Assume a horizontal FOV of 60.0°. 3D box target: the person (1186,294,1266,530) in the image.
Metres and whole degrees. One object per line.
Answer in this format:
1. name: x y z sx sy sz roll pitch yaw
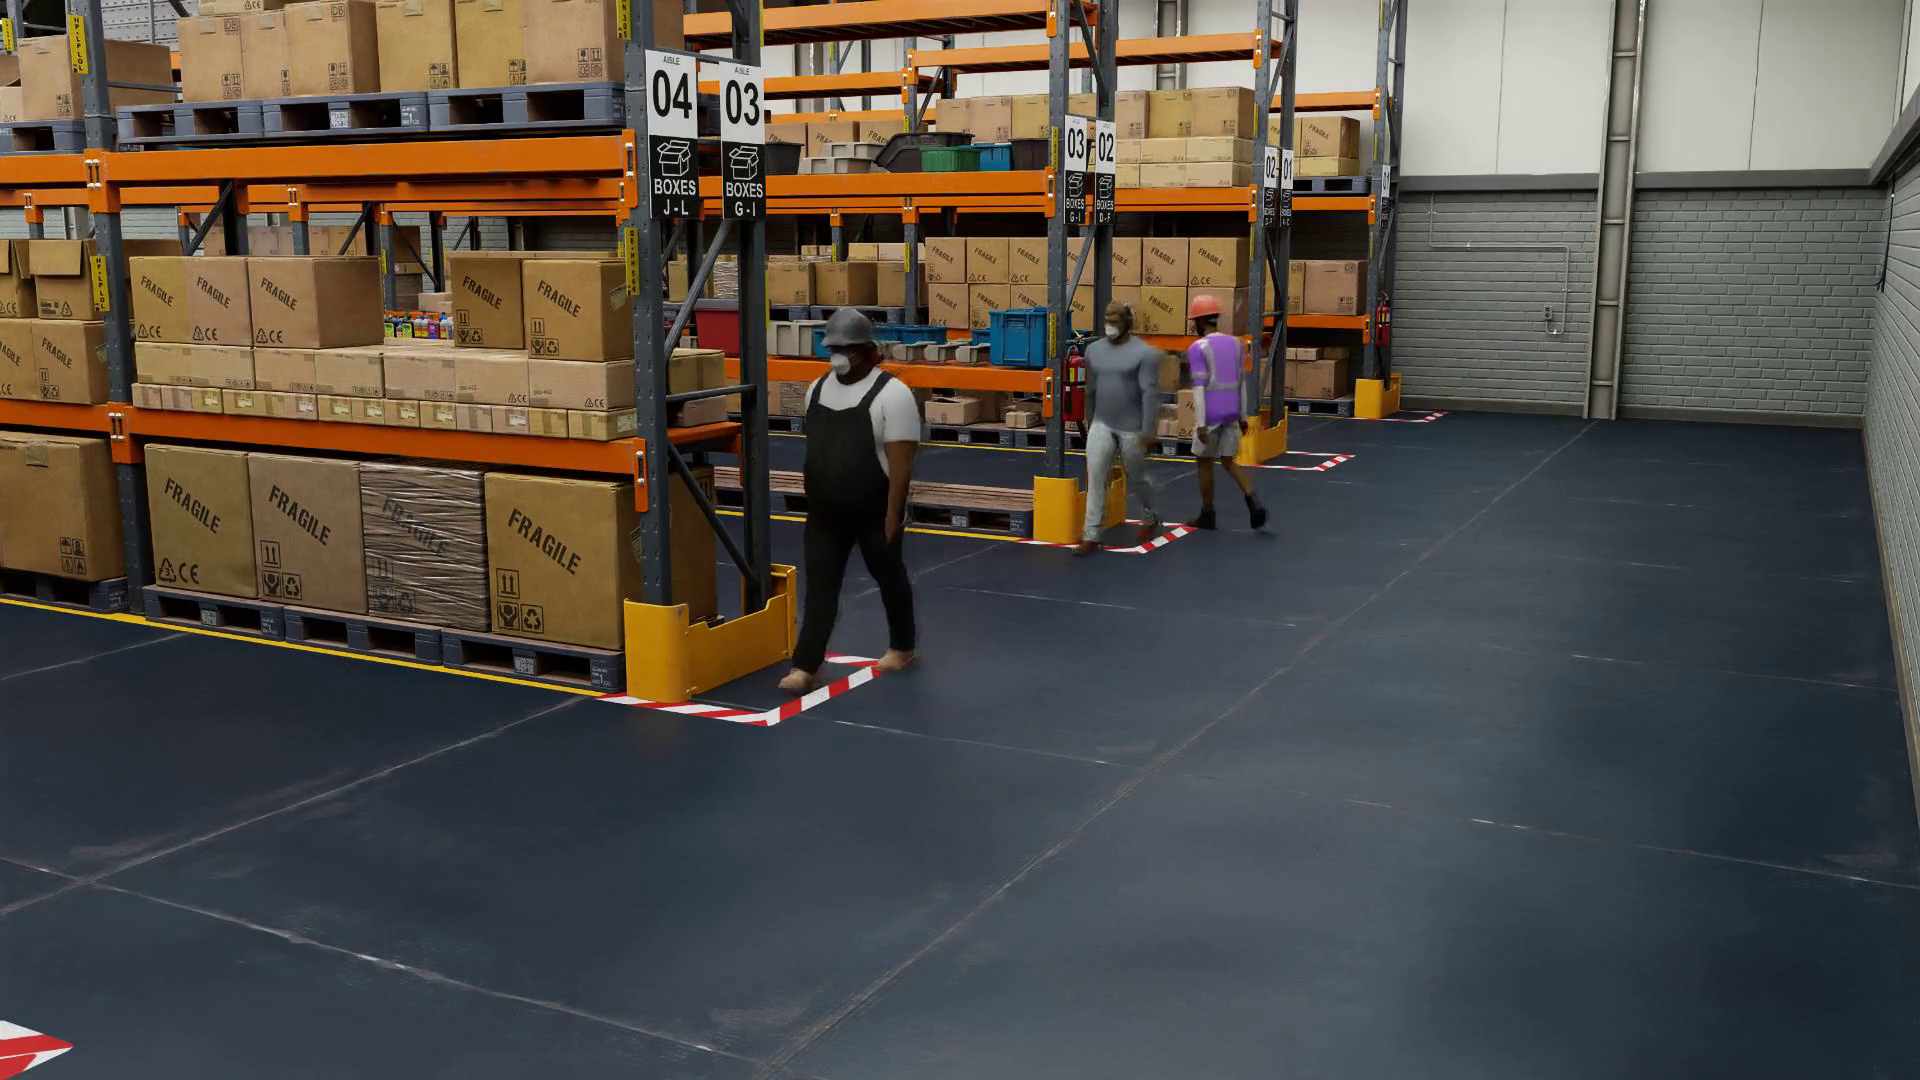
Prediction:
1. person: 2.086 -0.992 13.203 0.574 1.896 0.733 -7 13 -34

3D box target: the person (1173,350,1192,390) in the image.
1. person: 2.782 -2.257 20.236 0.414 1.822 0.615 4 11 23

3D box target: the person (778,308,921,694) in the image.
1. person: -0.546 -0.244 8.676 0.696 2.000 1.013 6 12 29

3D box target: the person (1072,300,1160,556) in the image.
1. person: 1.221 -0.857 12.466 0.636 1.893 1.034 6 12 31
